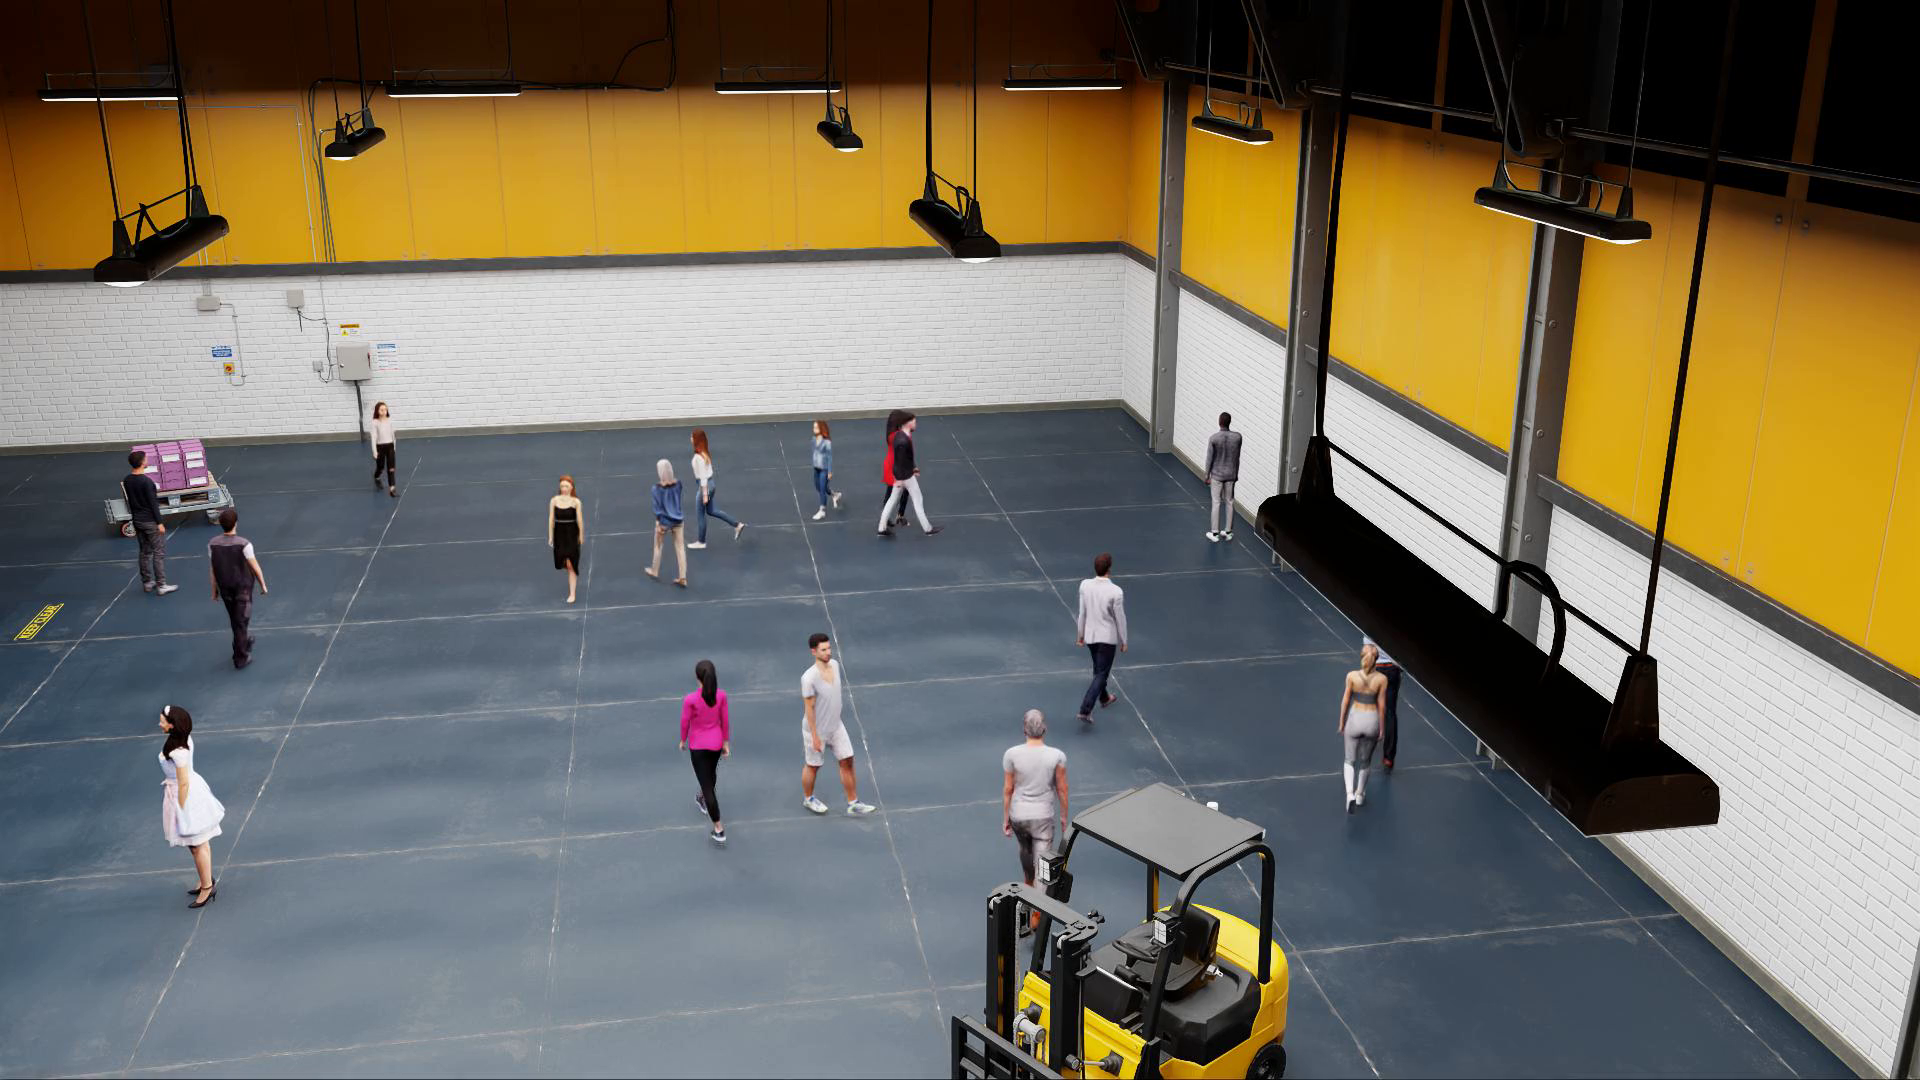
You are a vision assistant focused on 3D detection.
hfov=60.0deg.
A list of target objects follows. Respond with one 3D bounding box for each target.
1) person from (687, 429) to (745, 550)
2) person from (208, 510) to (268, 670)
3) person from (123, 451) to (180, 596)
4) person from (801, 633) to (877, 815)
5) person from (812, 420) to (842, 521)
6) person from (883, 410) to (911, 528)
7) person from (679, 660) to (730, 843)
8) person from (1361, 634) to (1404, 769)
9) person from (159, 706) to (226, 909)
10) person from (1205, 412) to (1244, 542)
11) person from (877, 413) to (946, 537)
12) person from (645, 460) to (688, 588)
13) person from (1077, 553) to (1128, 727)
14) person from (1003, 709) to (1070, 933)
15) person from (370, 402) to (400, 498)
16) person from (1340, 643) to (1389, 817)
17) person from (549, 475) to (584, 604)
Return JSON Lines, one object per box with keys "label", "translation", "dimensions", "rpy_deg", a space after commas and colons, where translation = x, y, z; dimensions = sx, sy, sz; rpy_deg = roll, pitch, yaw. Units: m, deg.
{"label": "person", "translation": [-3.422, -0.697, 22.973], "dimensions": [0.741, 1.706, 0.993], "rpy_deg": [-1, 19, -2]}
{"label": "person", "translation": [-8.298, 0.589, 18.965], "dimensions": [0.821, 1.826, 1.028], "rpy_deg": [0, 19, 1]}
{"label": "person", "translation": [-10.434, -0.223, 21.320], "dimensions": [0.723, 1.863, 0.745], "rpy_deg": [9, 20, 24]}
{"label": "person", "translation": [-1.358, 1.723, 15.602], "dimensions": [1.133, 1.824, 1.065], "rpy_deg": [13, 22, 33]}
{"label": "person", "translation": [-1.965, -1.051, 24.405], "dimensions": [0.875, 1.462, 0.898], "rpy_deg": [16, 25, 40]}
{"label": "person", "translation": [-1.018, -0.996, 23.825], "dimensions": [0.705, 1.729, 0.574], "rpy_deg": [-4, 19, -12]}
{"label": "person", "translation": [-2.293, 1.946, 15.202], "dimensions": [0.865, 1.656, 1.196], "rpy_deg": [-11, 21, -29]}
{"label": "person", "translation": [4.255, 1.424, 16.614], "dimensions": [0.813, 1.745, 1.297], "rpy_deg": [0, 19, 1]}
{"label": "person", "translation": [-6.535, 2.239, 14.079], "dimensions": [0.821, 1.818, 0.730], "rpy_deg": [-8, 20, -21]}
{"label": "person", "translation": [3.713, -0.900, 23.373], "dimensions": [0.672, 1.834, 0.549], "rpy_deg": [-4, 19, -12]}
{"label": "person", "translation": [-0.891, -0.865, 23.358], "dimensions": [0.737, 1.779, 1.108], "rpy_deg": [-4, 19, -11]}
{"label": "person", "translation": [-3.706, -0.194, 21.534], "dimensions": [0.906, 1.672, 1.070], "rpy_deg": [-14, 23, -36]}
{"label": "person", "translation": [1.444, 1.064, 17.562], "dimensions": [1.206, 1.821, 1.261], "rpy_deg": [13, 23, 34]}
{"label": "person", "translation": [0.599, 2.386, 13.768], "dimensions": [1.010, 1.739, 1.445], "rpy_deg": [3, 19, 9]}
{"label": "person", "translation": [-8.838, -1.400, 25.431], "dimensions": [0.992, 1.469, 0.850], "rpy_deg": [17, 25, 42]}
{"label": "person", "translation": [3.773, 1.796, 15.603], "dimensions": [0.825, 1.684, 1.044], "rpy_deg": [5, 19, 15]}
{"label": "person", "translation": [-5.002, -0.054, 21.227], "dimensions": [0.725, 1.601, 1.054], "rpy_deg": [1, 19, 3]}
